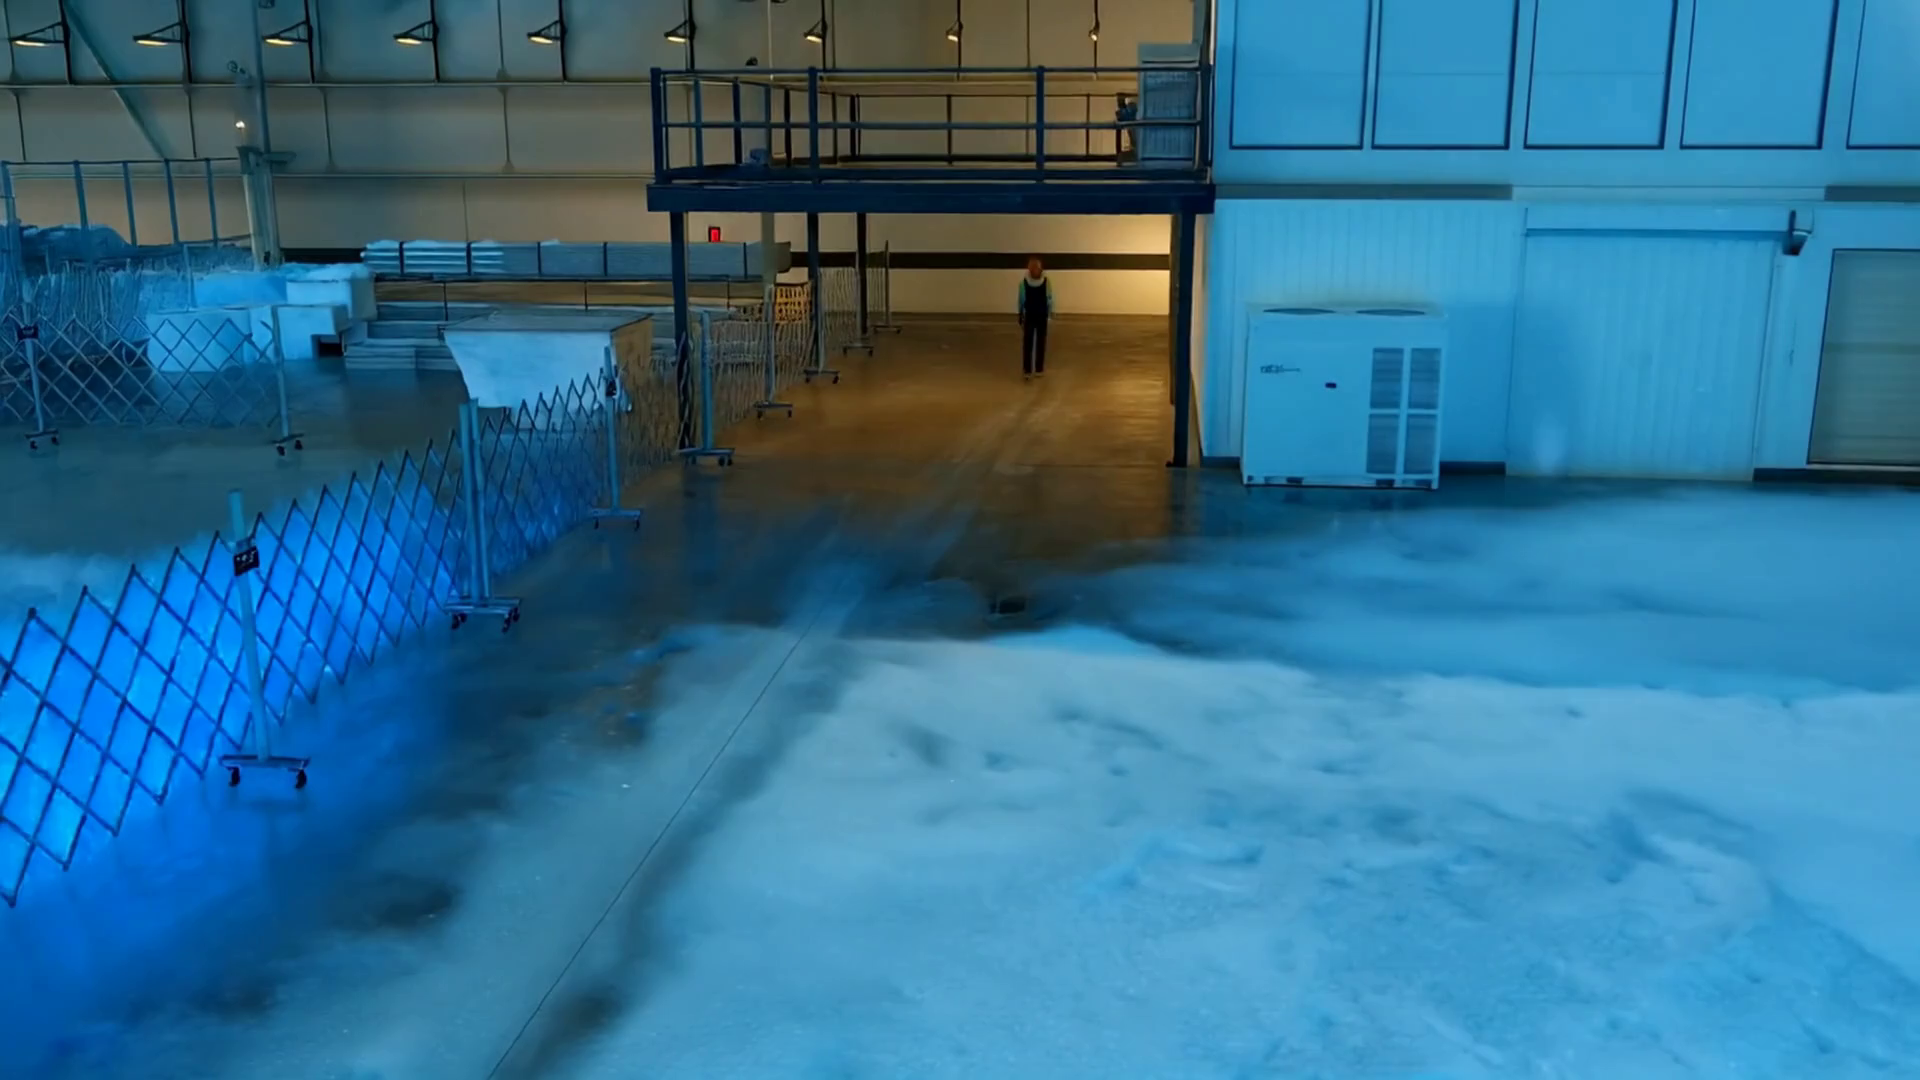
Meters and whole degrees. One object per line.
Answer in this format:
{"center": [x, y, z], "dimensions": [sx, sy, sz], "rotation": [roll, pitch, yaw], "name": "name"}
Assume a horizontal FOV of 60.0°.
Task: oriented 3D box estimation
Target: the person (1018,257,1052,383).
{"center": [1.081, -3.188, 24.089], "dimensions": [0.512, 1.794, 0.970], "rotation": [1, 14, 5], "name": "person"}
